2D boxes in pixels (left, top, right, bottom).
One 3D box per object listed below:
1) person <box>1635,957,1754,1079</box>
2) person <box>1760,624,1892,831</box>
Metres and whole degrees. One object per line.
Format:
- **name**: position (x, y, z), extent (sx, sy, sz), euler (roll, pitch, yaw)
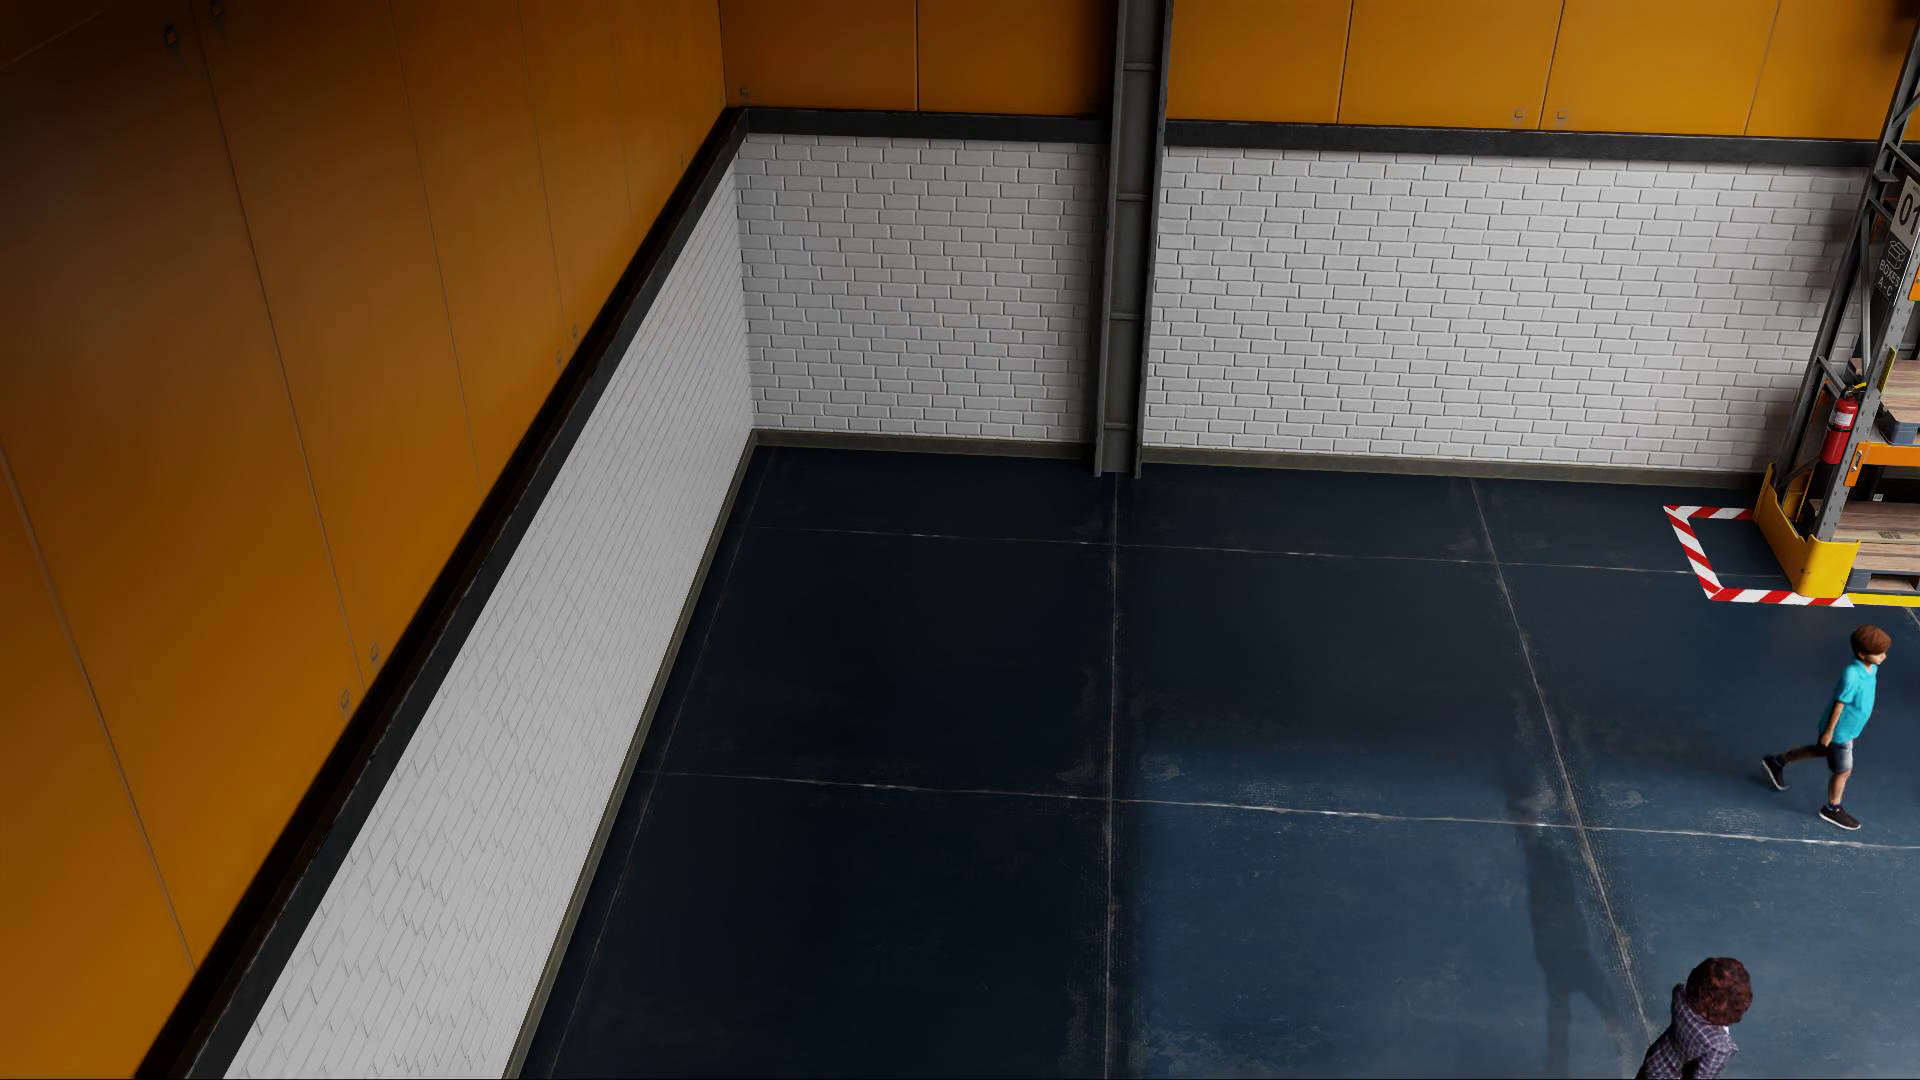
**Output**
- **person**: position (3.314, 2.627, 7.920), extent (1.116, 1.656, 0.798), euler (-6, 34, -9)
- **person**: position (5.458, 1.108, 10.414), extent (0.980, 1.425, 0.869), euler (27, 42, 35)
